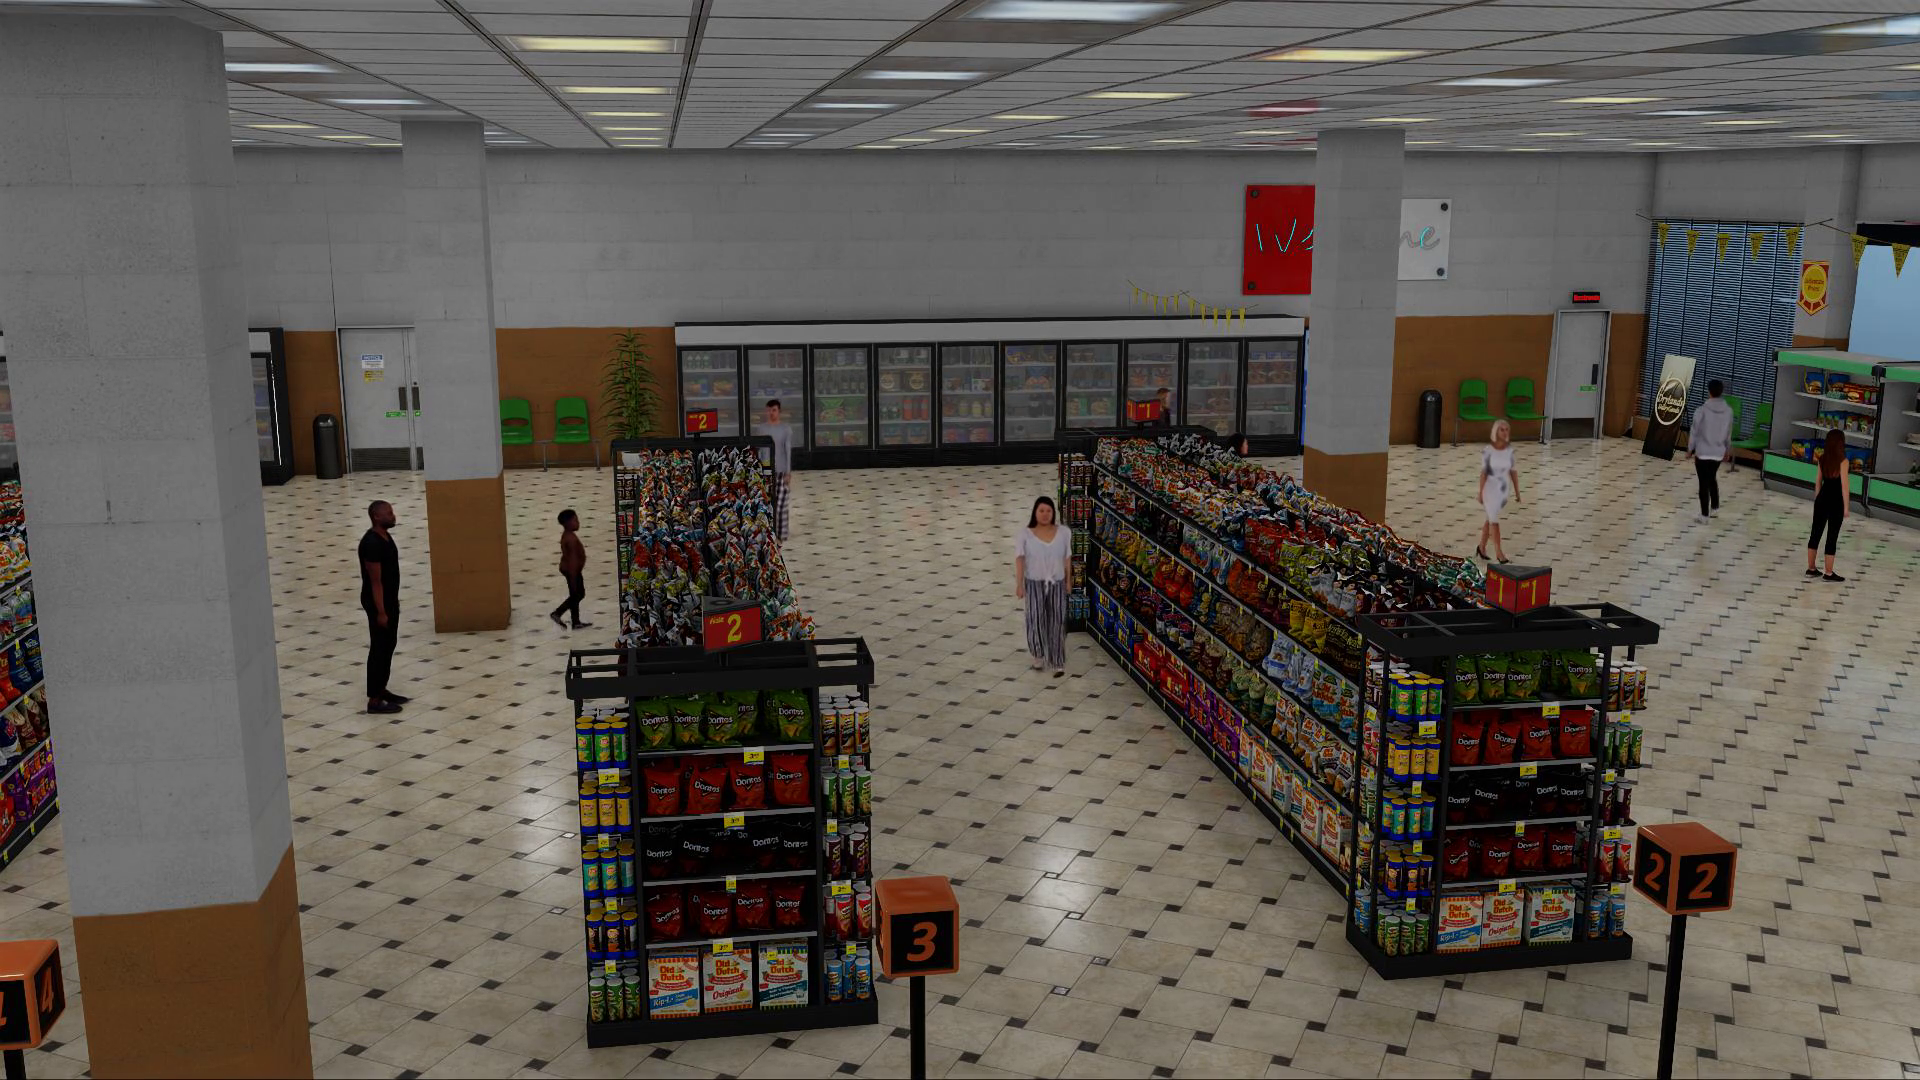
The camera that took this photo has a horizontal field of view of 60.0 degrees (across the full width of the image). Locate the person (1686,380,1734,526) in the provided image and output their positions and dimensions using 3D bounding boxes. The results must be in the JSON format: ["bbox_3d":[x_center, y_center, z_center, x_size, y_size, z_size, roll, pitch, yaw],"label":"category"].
[{"bbox_3d":[9.954,-1.147,21.960,0.680,1.917,0.619,-2,12,-8],"label":"person"}]

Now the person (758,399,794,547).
[{"bbox_3d":[-2.261,-0.842,20.705,0.740,1.836,0.783,3,12,13],"label":"person"}]

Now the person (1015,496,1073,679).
[{"bbox_3d":[0.764,0.407,15.243,0.768,1.643,1.093,-1,12,-4],"label":"person"}]

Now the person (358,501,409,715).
[{"bbox_3d":[-4.917,0.558,14.112,0.744,1.814,0.528,-1,12,-4],"label":"person"}]

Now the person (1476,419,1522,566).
[{"bbox_3d":[6.291,-0.562,19.685,0.645,1.709,1.031,-3,12,-16],"label":"person"}]

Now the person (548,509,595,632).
[{"bbox_3d":[-3.950,0.313,16.652,0.655,1.246,0.661,-5,13,-21],"label":"person"}]

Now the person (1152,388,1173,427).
[{"bbox_3d":[2.686,-1.256,23.033,0.787,1.687,0.731,1,12,7],"label":"person"}]

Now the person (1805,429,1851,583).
[{"bbox_3d":[9.867,-0.402,18.884,0.666,1.726,0.502,-4,13,-20],"label":"person"}]
